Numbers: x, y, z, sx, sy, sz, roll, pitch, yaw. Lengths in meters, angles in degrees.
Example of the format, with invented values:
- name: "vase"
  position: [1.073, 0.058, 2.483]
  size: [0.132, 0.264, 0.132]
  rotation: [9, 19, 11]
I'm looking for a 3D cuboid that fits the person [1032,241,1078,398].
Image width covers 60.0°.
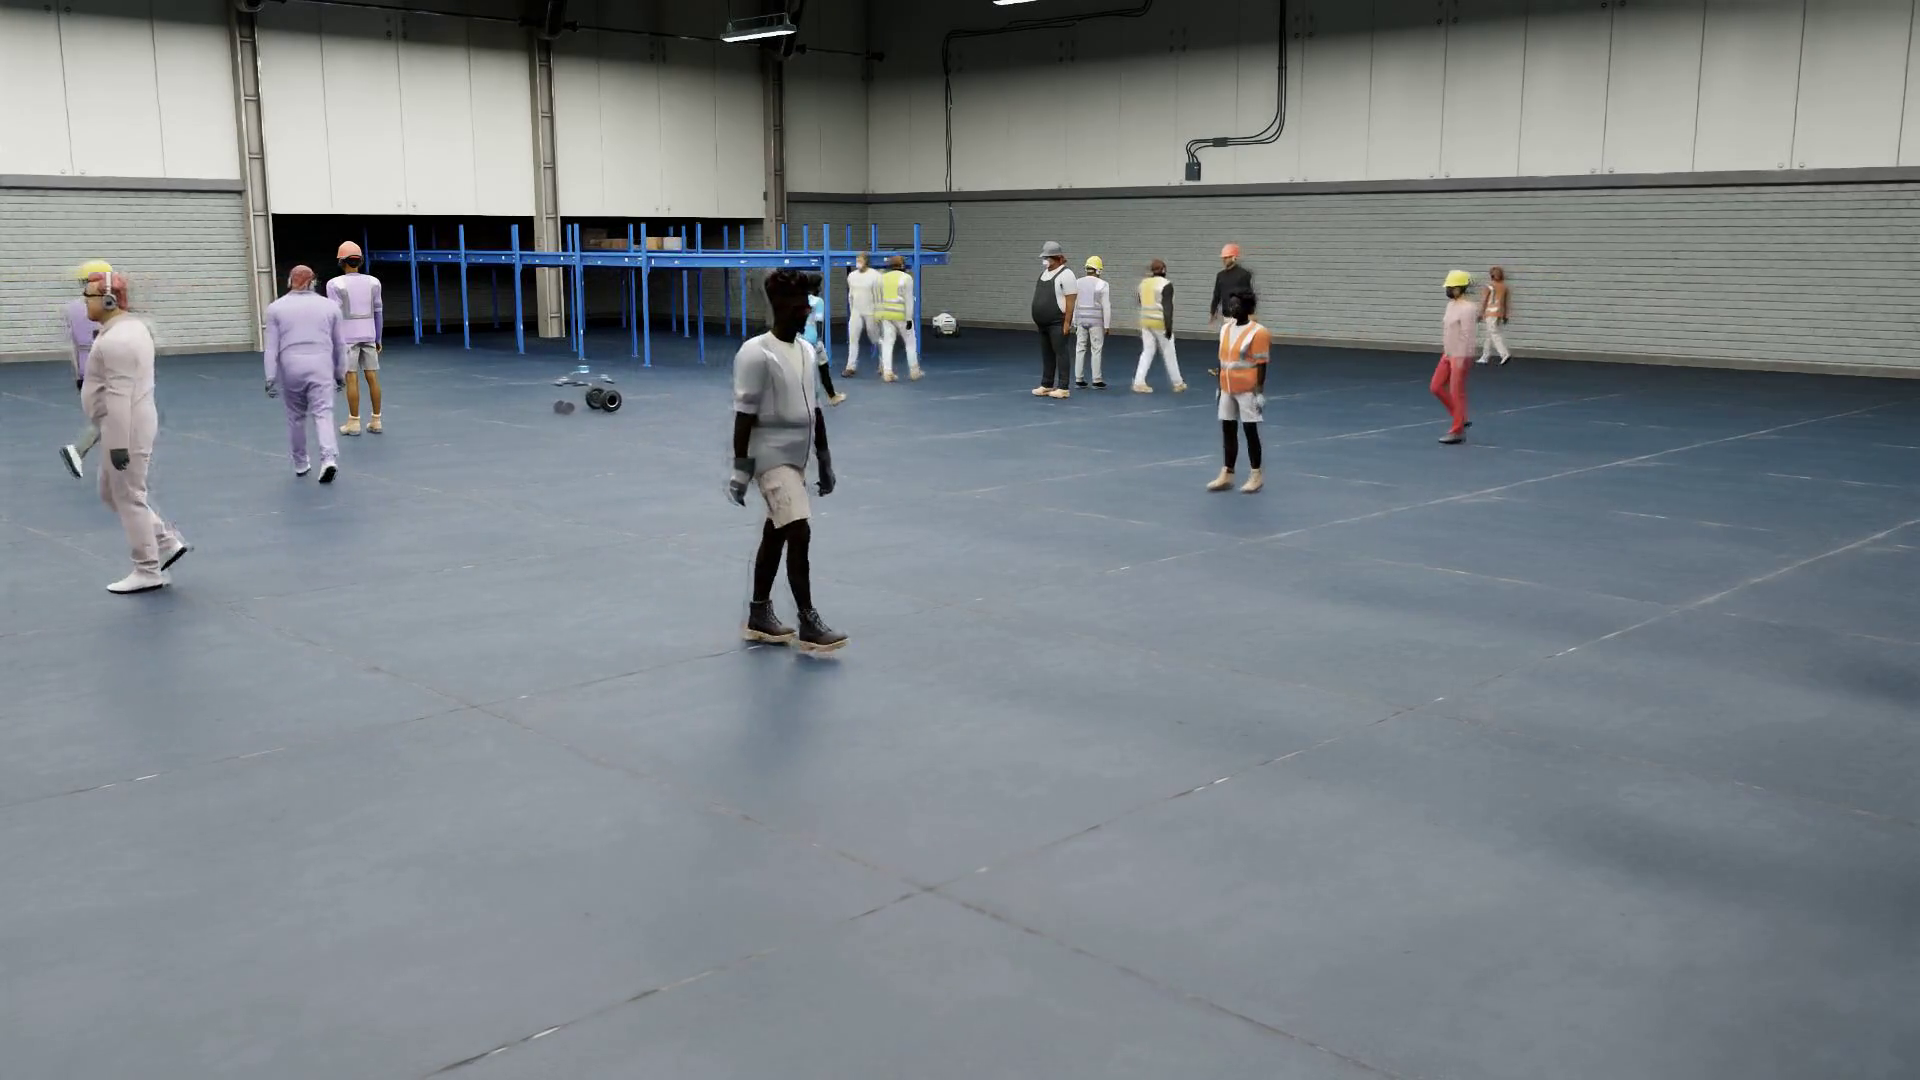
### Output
- name: "person"
  position: [1.194, -2.877, 21.832]
  size: [0.535, 2.000, 0.688]
  rotation: [-7, 12, -32]

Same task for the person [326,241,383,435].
- name: "person"
  position: [-6.457, -2.153, 17.761]
  size: [0.370, 2.044, 0.608]
  rotation: [9, 14, 40]

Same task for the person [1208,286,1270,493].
- name: "person"
  position: [2.322, -1.249, 13.786]
  size: [0.318, 1.697, 0.537]
  rotation: [-8, 13, -36]

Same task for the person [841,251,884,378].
- name: "person"
  position: [-1.403, -3.408, 25.064]
  size: [0.641, 1.886, 1.042]
  rotation: [6, 12, 29]

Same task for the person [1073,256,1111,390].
- name: "person"
  position: [1.828, -3.003, 22.999]
  size: [0.586, 1.823, 0.403]
  rotation: [6, 12, 32]

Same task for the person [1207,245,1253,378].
- name: "person"
  position: [3.942, -3.337, 24.433]
  size: [0.966, 1.956, 0.659]
  rotation: [-7, 13, -35]

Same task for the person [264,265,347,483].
- name: "person"
  position: [-5.680, -1.447, 14.456]
  size: [0.693, 1.855, 0.988]
  rotation: [-4, 11, -22]

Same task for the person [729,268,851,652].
- name: "person"
  position: [-0.796, -0.401, 8.475]
  size: [0.832, 1.937, 0.646]
  rotation: [5, 11, 25]

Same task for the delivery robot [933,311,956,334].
- name: "delivery robot"
  position: [-0.331, -4.545, 34.728]
  size: [0.477, 0.478, 0.707]
  rotation: [-3, 11, -16]

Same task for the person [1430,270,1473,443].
- name: "person"
  position: [5.024, -1.868, 16.955]
  size: [0.362, 1.754, 0.534]
  rotation: [-1, 10, -7]

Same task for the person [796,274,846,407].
- name: "person"
  position: [-1.788, -2.414, 20.264]
  size: [0.580, 1.631, 0.871]
  rotation: [10, 14, 43]

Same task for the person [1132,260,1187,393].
- name: "person"
  position: [2.684, -2.876, 22.431]
  size: [0.878, 1.783, 0.692]
  rotation: [-8, 13, -36]

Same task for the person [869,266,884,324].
- name: "person"
  position: [-2.053, -5.969, 39.683]
  size: [0.498, 1.634, 0.281]
  rotation: [0, 10, -2]

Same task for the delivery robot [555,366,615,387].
- name: "delivery robot"
  position: [-4.534, -1.990, 20.085]
  size: [0.698, 0.223, 0.335]
  rotation: [-8, 13, -36]

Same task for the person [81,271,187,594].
- name: "person"
  position: [-4.980, -0.633, 9.862]
  size: [0.415, 1.898, 0.663]
  rotation: [-3, 11, -17]

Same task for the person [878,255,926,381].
- name: "person"
  position: [-0.840, -3.247, 24.368]
  size: [0.648, 1.804, 0.842]
  rotation: [7, 13, 35]

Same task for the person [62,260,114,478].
- name: "person"
  position: [-7.522, -1.477, 14.474]
  size: [0.594, 1.906, 0.774]
  rotation: [5, 12, 26]

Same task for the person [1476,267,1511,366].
- name: "person"
  position: [8.761, -3.660, 27.163]
  size: [0.513, 1.606, 0.805]
  rotation: [-6, 12, -31]
